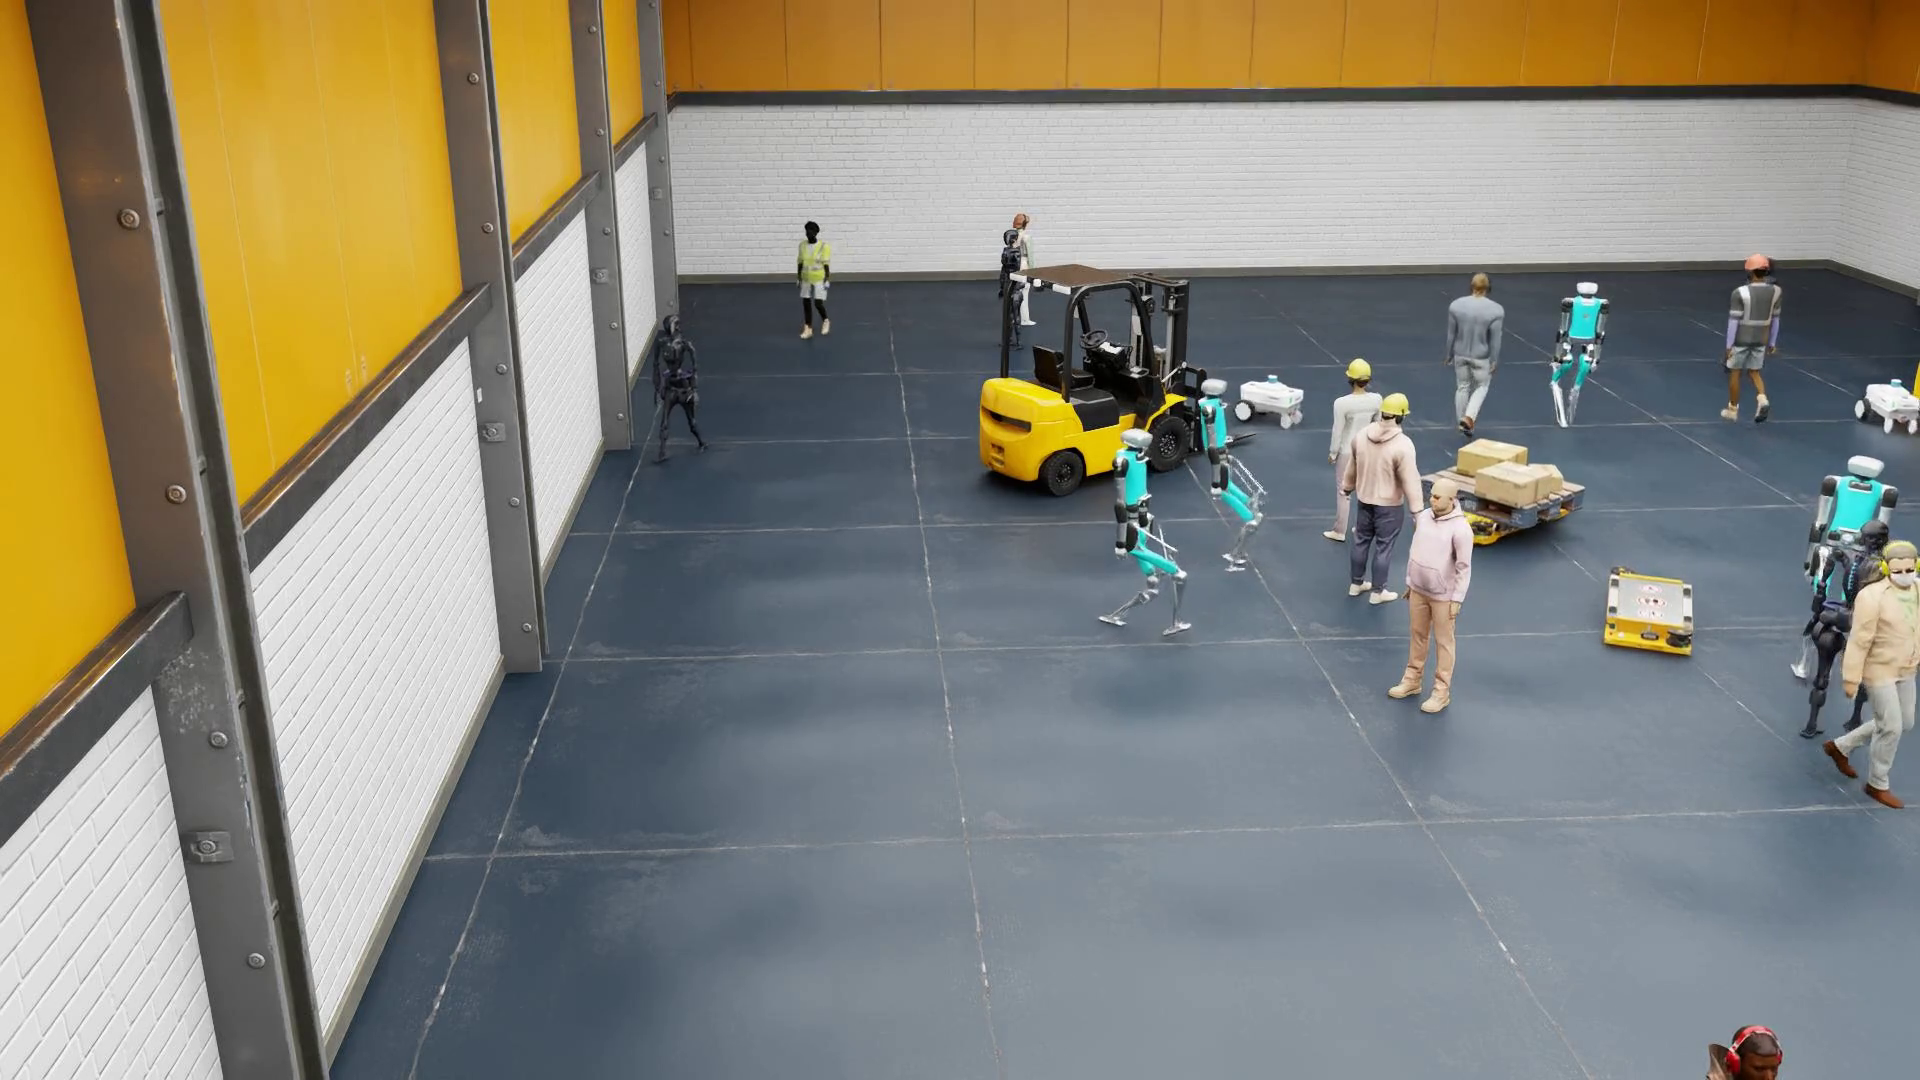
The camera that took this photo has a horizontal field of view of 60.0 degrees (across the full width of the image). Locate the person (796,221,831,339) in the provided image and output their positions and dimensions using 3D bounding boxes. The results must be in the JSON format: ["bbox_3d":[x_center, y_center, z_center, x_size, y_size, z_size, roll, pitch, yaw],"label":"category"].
[{"bbox_3d":[-2.085,-3.692,23.621,0.551,1.684,0.359,9,22,23],"label":"person"}]

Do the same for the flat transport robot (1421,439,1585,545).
[{"bbox_3d":[5.301,-0.267,16.354,1.431,0.231,0.659,-15,25,-36],"label":"flat transport robot"}]

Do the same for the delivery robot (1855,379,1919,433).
[{"bbox_3d":[10.943,-1.587,19.545,0.499,0.601,0.803,1,20,3],"label":"delivery robot"}]

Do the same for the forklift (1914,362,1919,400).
[{"bbox_3d":[12.602,-2.435,19.475,2.313,2.155,1.214,-1,20,-4],"label":"forklift"}]

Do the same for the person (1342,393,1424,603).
[{"bbox_3d":[3.606,-0.352,14.288,0.435,1.853,0.825,-16,25,-37],"label":"person"}]

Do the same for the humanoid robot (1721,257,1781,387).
[{"bbox_3d":[10.168,-2.812,21.276,0.593,1.639,0.611,-8,22,-22],"label":"humanoid robot"}]

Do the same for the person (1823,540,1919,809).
[{"bbox_3d":[6.129,0.852,11.016,0.587,1.839,0.596,-10,22,-24],"label":"person"}]

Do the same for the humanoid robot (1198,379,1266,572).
[{"bbox_3d":[2.503,-0.571,15.045,0.751,1.765,0.543,5,21,14],"label":"humanoid robot"}]

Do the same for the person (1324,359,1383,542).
[{"bbox_3d":[3.725,-0.846,15.755,0.524,1.772,0.307,-8,21,-20],"label":"person"}]

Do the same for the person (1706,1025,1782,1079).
[{"bbox_3d":[2.986,2.601,6.530,0.457,1.651,0.338,-3,20,-8],"label":"person"}]

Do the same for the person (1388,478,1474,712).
[{"bbox_3d":[3.540,0.390,12.367,0.399,1.783,0.534,-13,24,-32],"label":"person"}]

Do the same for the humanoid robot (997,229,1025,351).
[{"bbox_3d":[0.717,-3.465,23.004,0.315,1.657,0.599,-8,22,-20],"label":"humanoid robot"}]

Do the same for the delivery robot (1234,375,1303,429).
[{"bbox_3d":[3.668,-1.650,19.721,0.795,0.603,0.499,15,25,35],"label":"delivery robot"}]

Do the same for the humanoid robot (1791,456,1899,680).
[{"bbox_3d":[6.717,0.284,12.722,0.530,1.766,0.765,13,24,32],"label":"humanoid robot"}]

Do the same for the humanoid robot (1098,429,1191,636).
[{"bbox_3d":[1.623,-0.005,13.597,1.032,1.782,0.543,11,23,27],"label":"humanoid robot"}]

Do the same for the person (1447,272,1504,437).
[{"bbox_3d":[5.809,-2.079,18.898,0.632,1.918,0.563,13,24,31],"label":"person"}]

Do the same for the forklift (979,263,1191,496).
[{"bbox_3d":[1.315,-1.764,17.646,2.313,2.155,1.214,-14,24,-33],"label":"forklift"}]

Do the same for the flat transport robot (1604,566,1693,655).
[{"bbox_3d":[5.808,0.589,14.022,0.659,0.231,1.431,8,22,20],"label":"flat transport robot"}]

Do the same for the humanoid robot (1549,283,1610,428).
[{"bbox_3d":[7.141,-2.091,19.363,0.536,1.909,0.694,2,20,6],"label":"humanoid robot"}]

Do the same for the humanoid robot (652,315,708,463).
[{"bbox_3d":[-3.075,-1.674,18.238,0.601,1.630,0.790,8,22,20],"label":"humanoid robot"}]

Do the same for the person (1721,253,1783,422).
[{"bbox_3d":[9.251,-2.323,19.419,0.632,2.019,0.673,-1,20,-4],"label":"person"}]

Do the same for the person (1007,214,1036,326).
[{"bbox_3d":[0.888,-3.974,24.465,0.306,1.638,0.510,-18,27,-40],"label":"person"}]

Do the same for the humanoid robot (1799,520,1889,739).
[{"bbox_3d":[6.369,0.623,11.903,0.550,1.641,0.608,-14,24,-33],"label":"humanoid robot"}]
